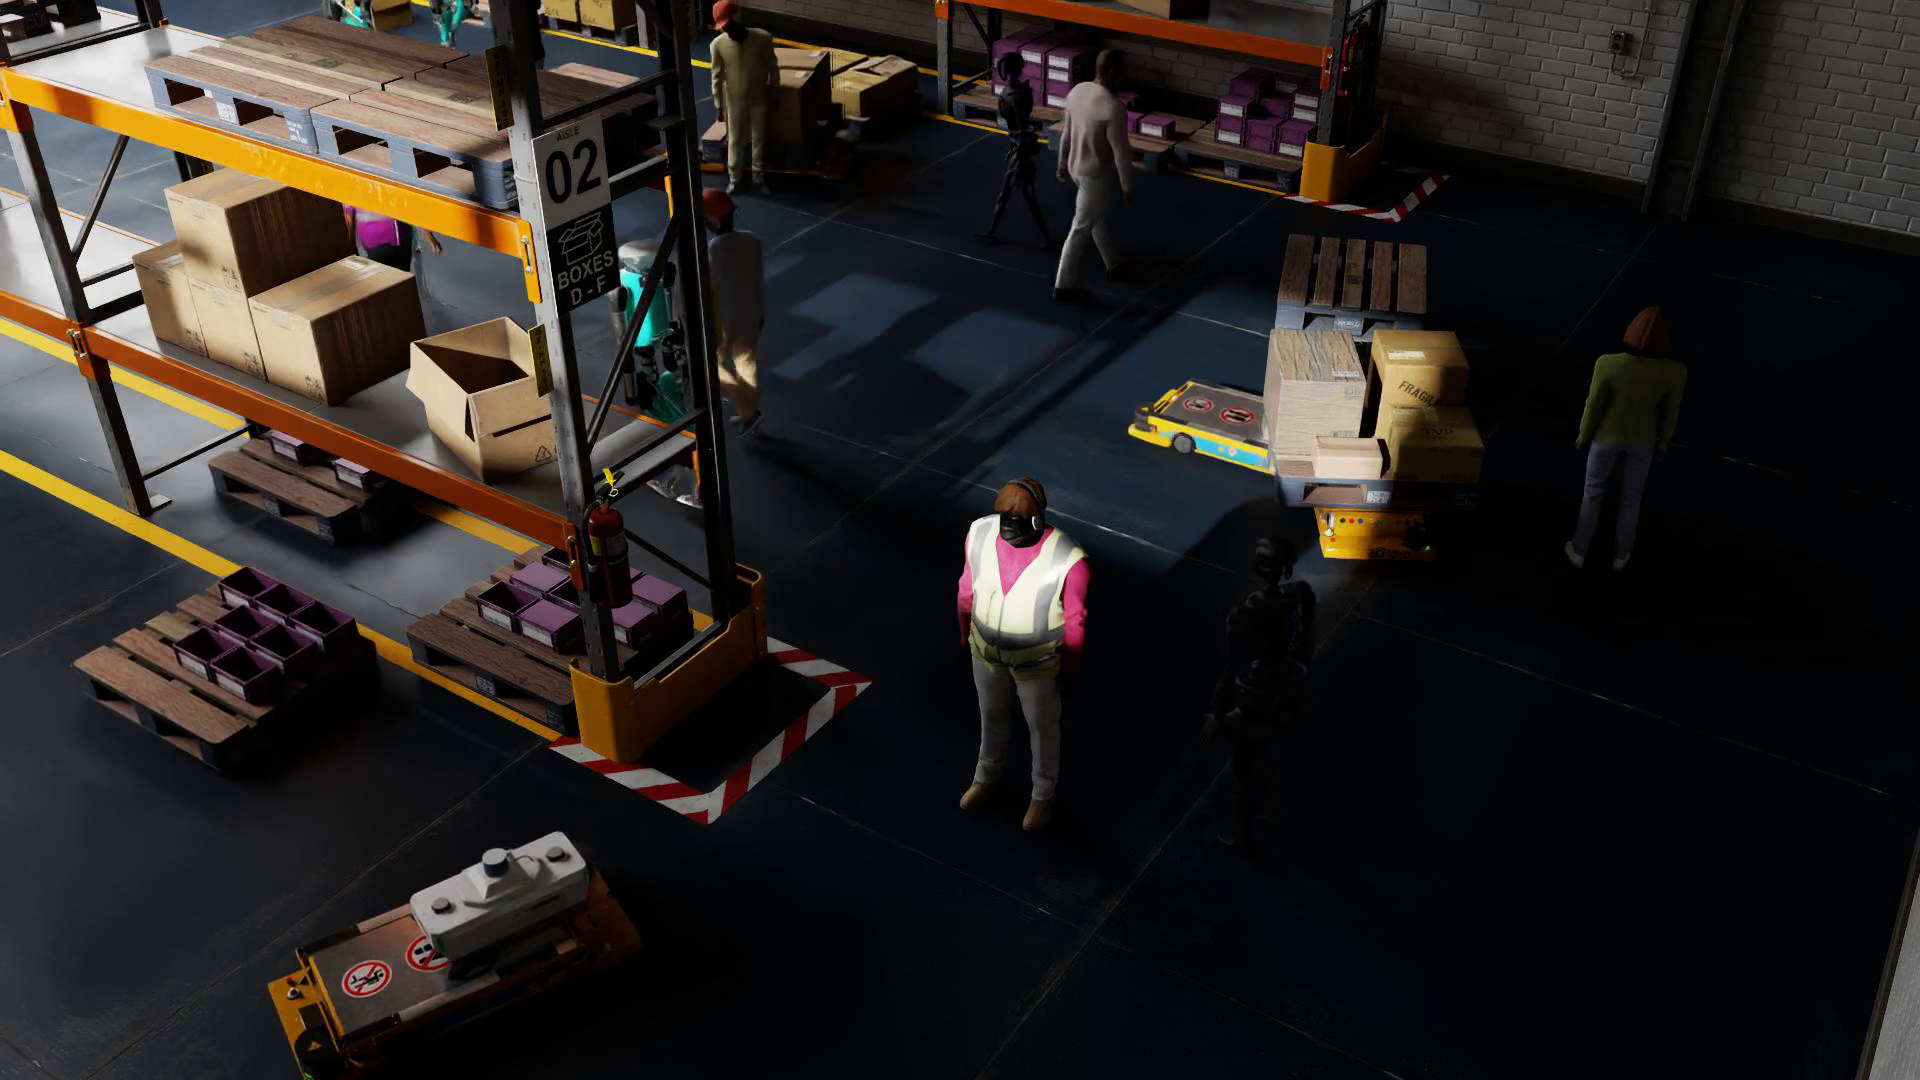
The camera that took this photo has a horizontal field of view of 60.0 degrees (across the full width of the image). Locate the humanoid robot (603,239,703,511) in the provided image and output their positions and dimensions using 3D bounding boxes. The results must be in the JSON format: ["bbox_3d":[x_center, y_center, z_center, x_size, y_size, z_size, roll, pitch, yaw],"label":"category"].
[{"bbox_3d":[-1.680,-0.889,9.904,0.854,1.791,0.535,19,38,27],"label":"humanoid robot"}]

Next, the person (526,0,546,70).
[{"bbox_3d":[-3.945,-4.365,15.061,0.449,1.934,0.483,4,33,6],"label":"person"}]

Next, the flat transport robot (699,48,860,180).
[{"bbox_3d":[-1.697,-3.566,15.353,1.431,0.231,0.659,6,34,9],"label":"flat transport robot"}]

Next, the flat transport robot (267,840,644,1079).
[{"bbox_3d":[-2.153,1.795,7.115,1.431,0.231,0.659,-20,38,-27],"label":"flat transport robot"}]

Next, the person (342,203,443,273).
[{"bbox_3d":[-3.942,-2.078,11.643,0.842,1.815,0.522,25,41,33],"label":"person"}]

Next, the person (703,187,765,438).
[{"bbox_3d":[-1.478,-1.442,10.740,0.409,1.730,0.589,22,39,30],"label":"person"}]

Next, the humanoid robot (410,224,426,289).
[{"bbox_3d":[-4.271,-2.591,12.527,0.540,1.821,0.742,-19,37,-26],"label":"humanoid robot"}]

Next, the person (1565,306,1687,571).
[{"bbox_3d":[3.783,-0.566,9.489,0.504,1.632,0.267,8,34,12],"label":"person"}]

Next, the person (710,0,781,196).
[{"bbox_3d":[-1.848,-3.834,14.455,0.602,1.701,0.337,-8,34,-11],"label":"person"}]

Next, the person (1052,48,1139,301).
[{"bbox_3d":[1.088,-2.794,12.688,0.977,1.876,0.728,-17,37,-24],"label":"person"}]

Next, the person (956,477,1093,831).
[{"bbox_3d":[0.262,0.523,7.627,0.632,1.842,0.429,16,36,23],"label":"person"}]

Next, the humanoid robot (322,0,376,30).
[{"bbox_3d":[-5.950,-5.215,16.581,1.032,1.765,0.546,28,42,36],"label":"humanoid robot"}]

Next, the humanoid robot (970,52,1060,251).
[{"bbox_3d":[0.458,-3.109,13.396,0.739,1.631,0.613,-3,33,-4],"label":"humanoid robot"}]

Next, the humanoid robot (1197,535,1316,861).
[{"bbox_3d":[1.354,0.731,7.460,0.611,1.650,0.351,-22,39,-30],"label":"humanoid robot"}]

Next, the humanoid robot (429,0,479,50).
[{"bbox_3d":[-5.335,-5.595,17.162,0.537,1.789,0.919,-22,39,-30],"label":"humanoid robot"}]

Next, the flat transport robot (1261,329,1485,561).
[{"bbox_3d":[2.520,-0.335,10.388,0.659,0.231,1.431,2,33,3],"label":"flat transport robot"}]

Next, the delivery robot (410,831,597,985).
[{"bbox_3d":[-1.980,1.596,7.173,0.814,0.611,0.499,-22,39,-30],"label":"delivery robot"}]

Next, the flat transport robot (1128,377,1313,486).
[{"bbox_3d":[1.897,-0.705,10.957,1.431,0.231,0.659,19,38,27],"label":"flat transport robot"}]
